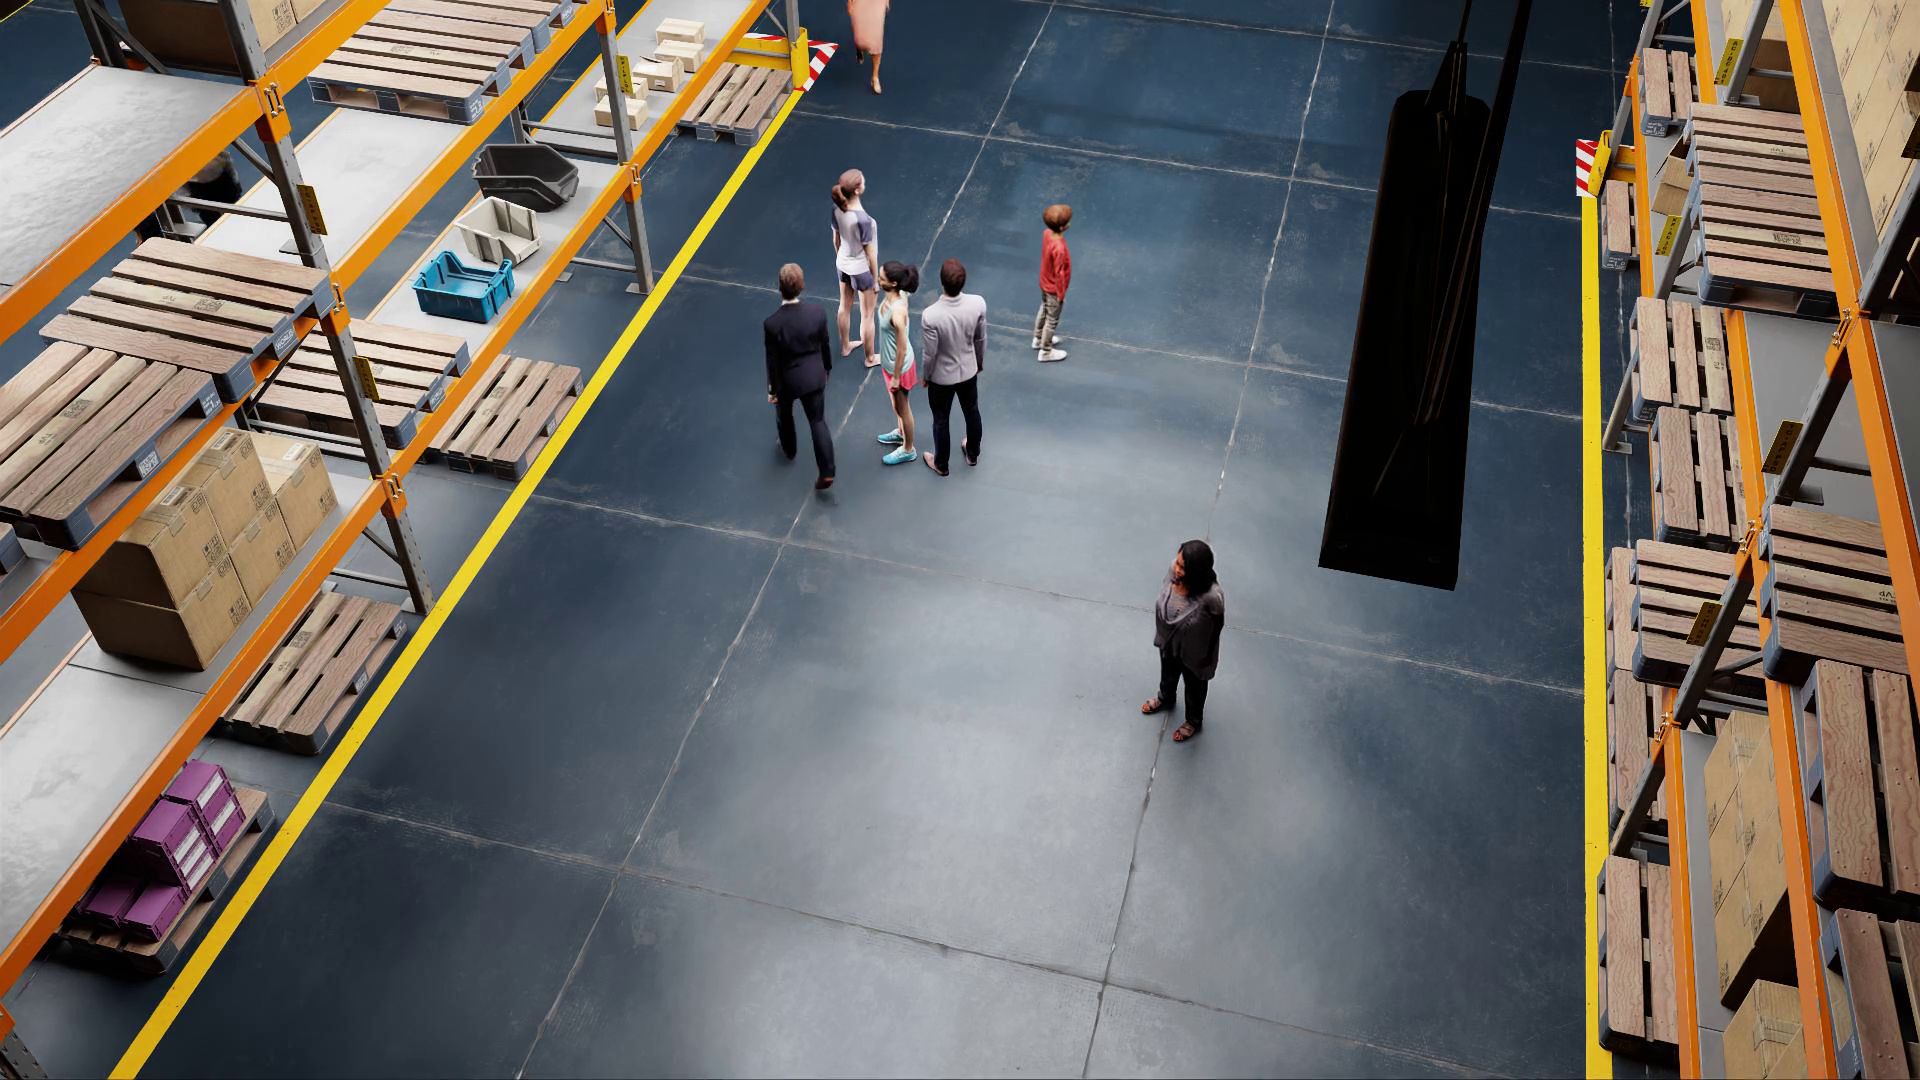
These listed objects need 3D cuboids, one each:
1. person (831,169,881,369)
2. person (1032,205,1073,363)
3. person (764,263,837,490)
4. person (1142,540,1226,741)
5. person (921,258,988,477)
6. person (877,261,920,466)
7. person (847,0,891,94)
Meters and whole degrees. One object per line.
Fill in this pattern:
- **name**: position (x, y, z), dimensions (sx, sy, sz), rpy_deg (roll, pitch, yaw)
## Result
- **person**: position (-0.829, -2.167, 13.244), dimensions (0.659, 1.768, 0.684), rpy_deg (30, 51, 28)
- **person**: position (0.739, -2.077, 13.408), dimensions (0.655, 1.412, 0.558), rpy_deg (-11, 45, -11)
- **person**: position (-1.148, -1.159, 12.177), dimensions (1.084, 1.780, 1.218), rpy_deg (-16, 46, -16)
- **person**: position (1.434, 0.595, 10.461), dimensions (0.817, 1.607, 0.766), rpy_deg (-29, 51, -27)
- **person**: position (-0.049, -1.263, 12.234), dimensions (0.761, 1.853, 0.806), rpy_deg (-19, 47, -19)
- **person**: position (-0.478, -1.322, 12.360), dimensions (0.738, 1.764, 0.622), rpy_deg (-6, 44, -6)
- **person**: position (-0.947, -5.393, 16.595), dimensions (0.806, 1.817, 0.920), rpy_deg (-10, 45, -11)
